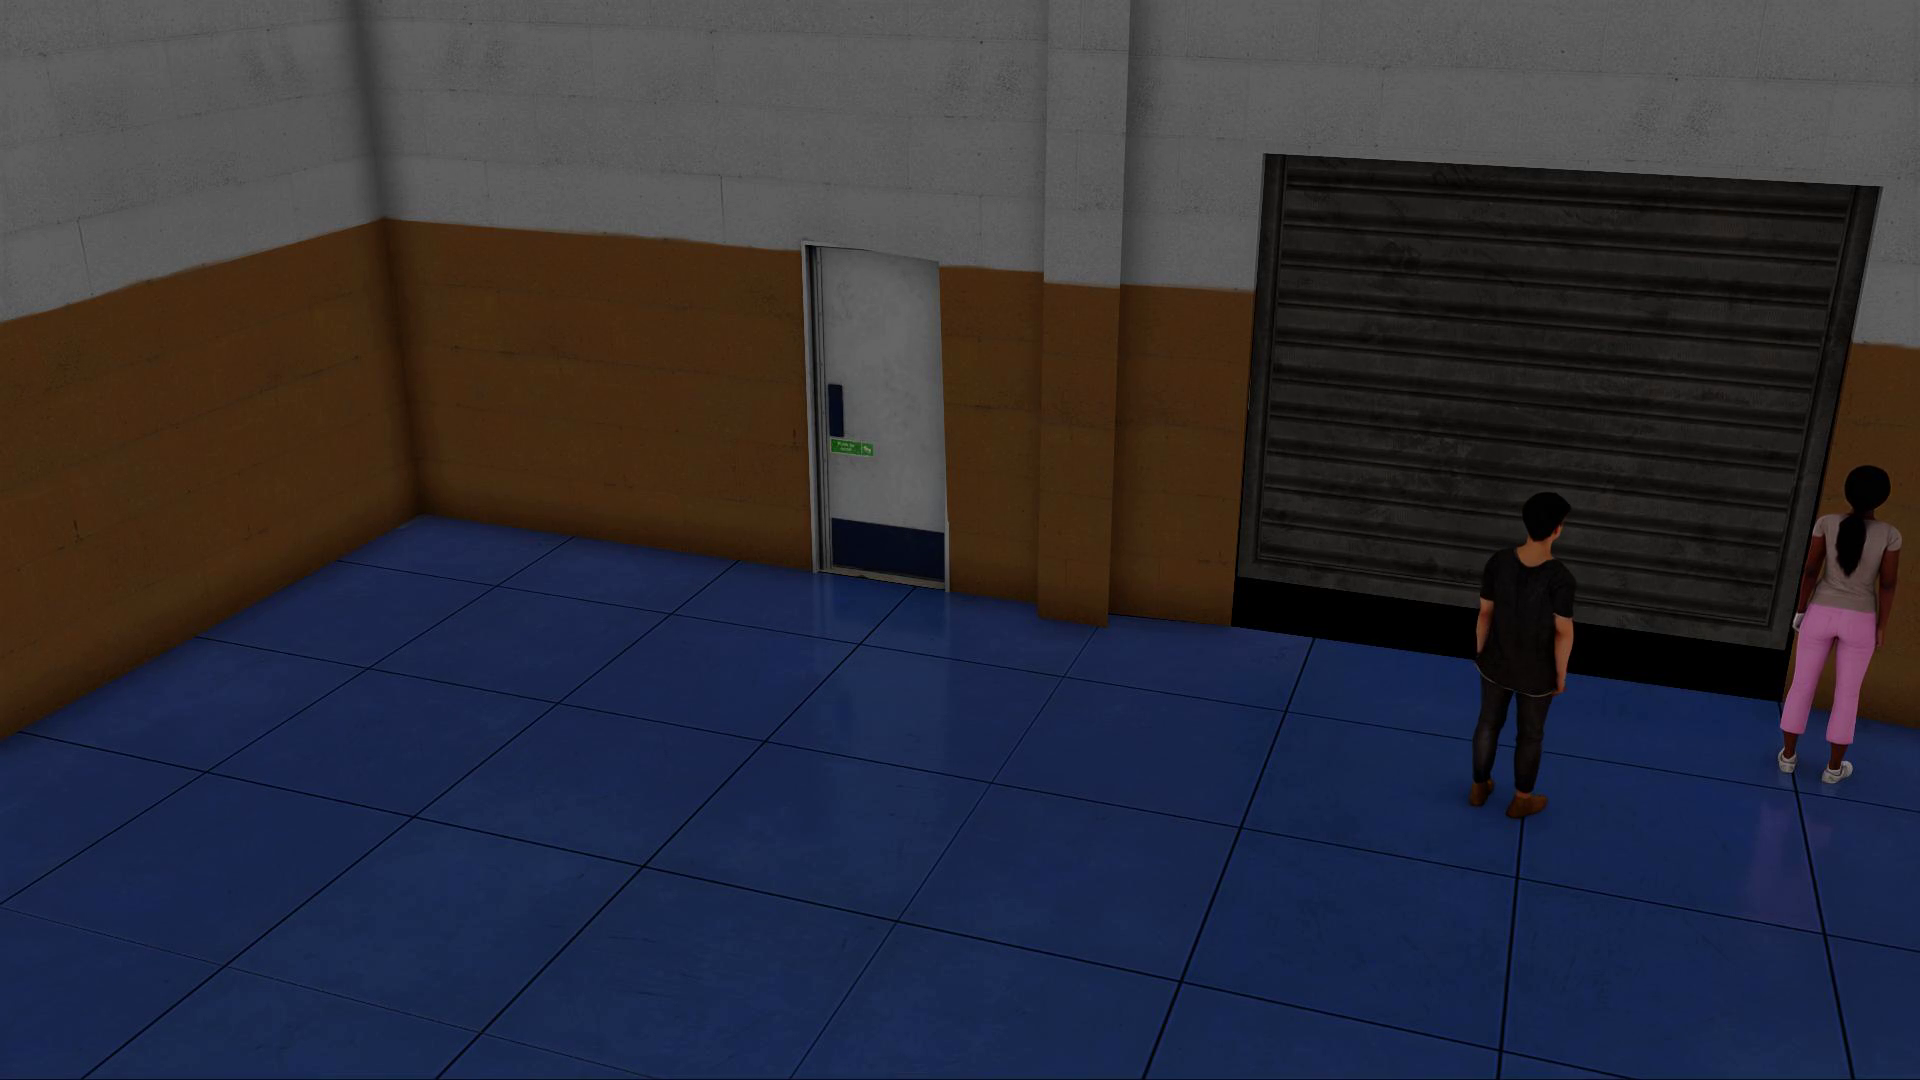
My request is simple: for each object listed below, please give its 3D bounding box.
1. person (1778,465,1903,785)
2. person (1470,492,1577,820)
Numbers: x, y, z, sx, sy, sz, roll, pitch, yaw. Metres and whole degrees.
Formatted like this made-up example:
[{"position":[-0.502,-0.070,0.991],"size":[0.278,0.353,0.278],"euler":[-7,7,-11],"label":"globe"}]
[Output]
[{"position":[4.550,0.431,8.612],"size":[0.531,1.741,0.694],"euler":[15,26,32],"label":"person"},{"position":[2.789,0.579,8.282],"size":[0.599,1.714,0.752],"euler":[18,28,37],"label":"person"}]
